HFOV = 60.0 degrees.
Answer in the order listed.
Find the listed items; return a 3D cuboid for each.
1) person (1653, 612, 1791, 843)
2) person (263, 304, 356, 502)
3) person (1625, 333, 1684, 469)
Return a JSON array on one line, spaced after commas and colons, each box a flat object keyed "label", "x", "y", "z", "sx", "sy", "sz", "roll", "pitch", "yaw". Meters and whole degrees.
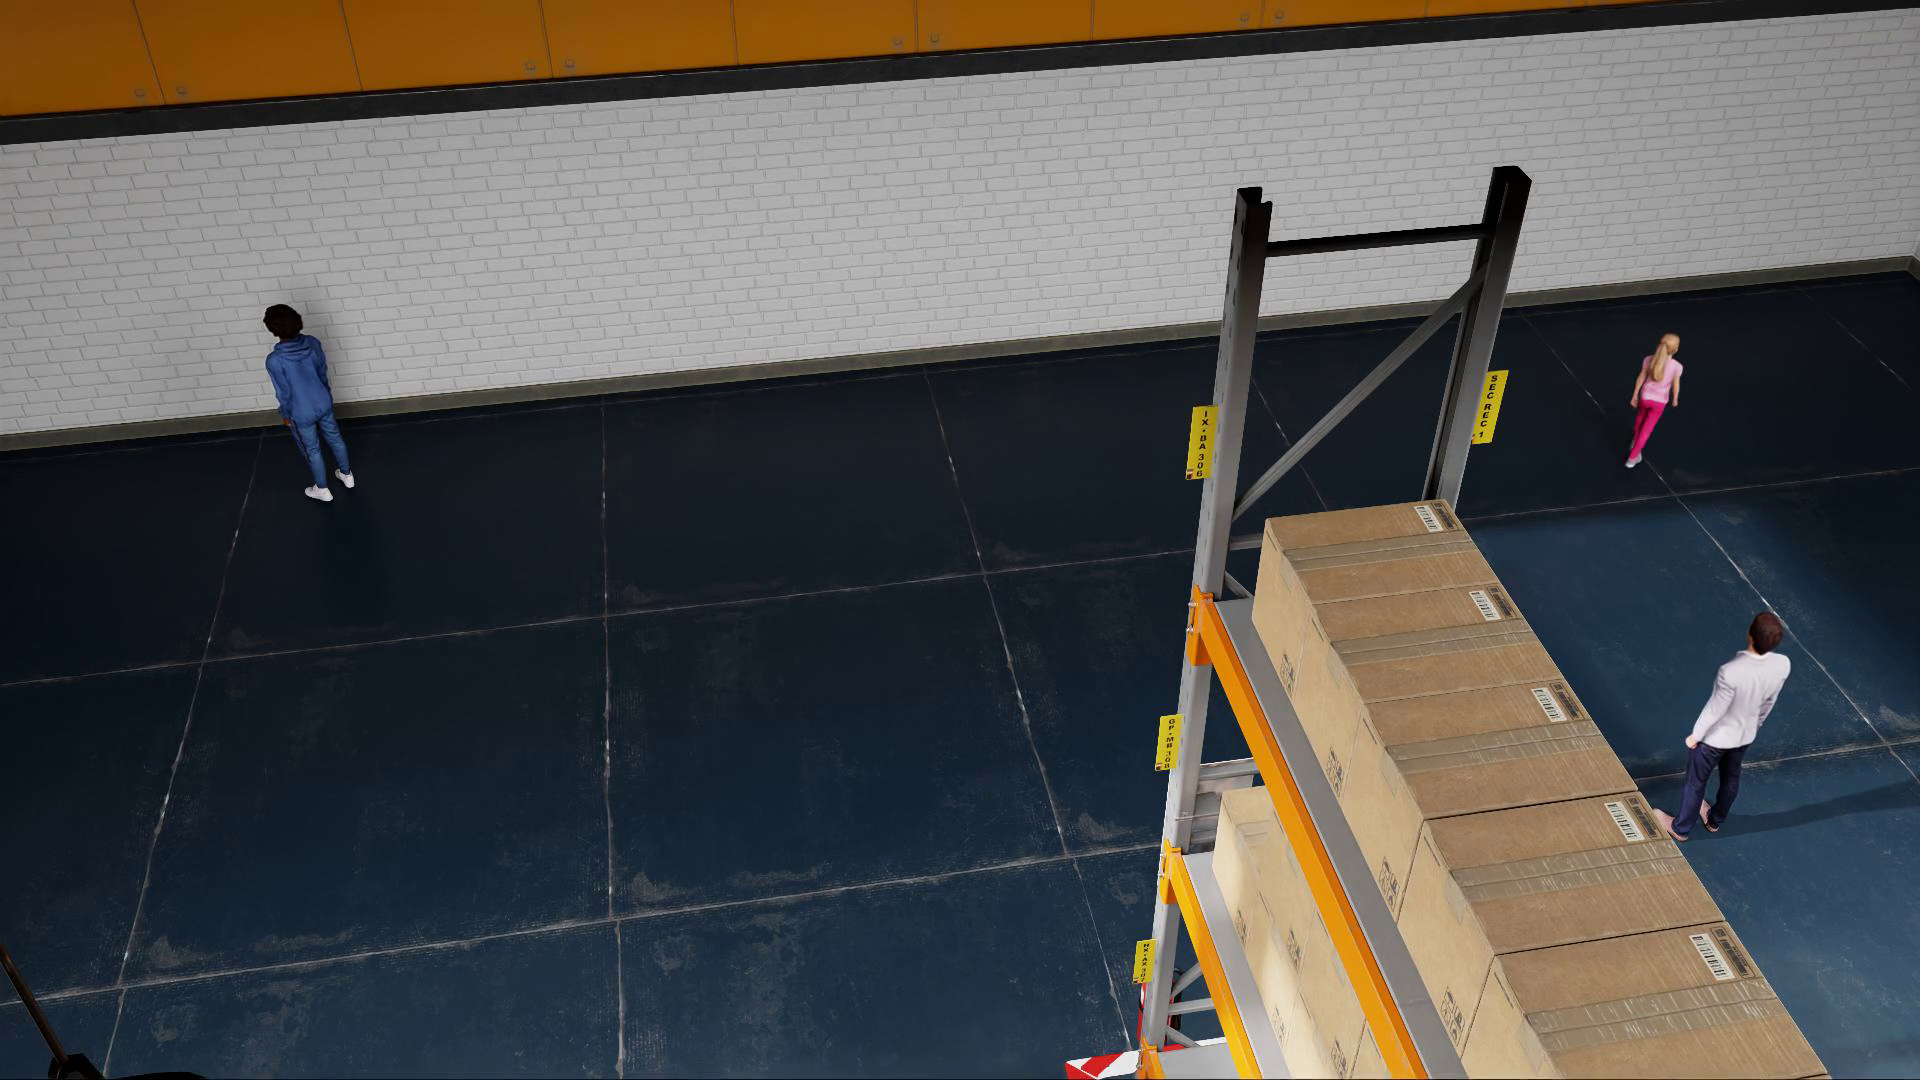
[{"label": "person", "x": 4.936, "y": 1.212, "z": 10.700, "sx": 0.704, "sy": 1.851, "sz": 0.589, "roll": -10, "pitch": 40, "yaw": -13}, {"label": "person", "x": -5.366, "y": -1.135, "z": 13.671, "sx": 0.808, "sy": 1.811, "sz": 0.754, "roll": 25, "pitch": 45, "yaw": 28}, {"label": "person", "x": 5.884, "y": -1.173, "z": 14.163, "sx": 0.752, "sy": 1.255, "sz": 0.779, "roll": 31, "pitch": 48, "yaw": 33}]
